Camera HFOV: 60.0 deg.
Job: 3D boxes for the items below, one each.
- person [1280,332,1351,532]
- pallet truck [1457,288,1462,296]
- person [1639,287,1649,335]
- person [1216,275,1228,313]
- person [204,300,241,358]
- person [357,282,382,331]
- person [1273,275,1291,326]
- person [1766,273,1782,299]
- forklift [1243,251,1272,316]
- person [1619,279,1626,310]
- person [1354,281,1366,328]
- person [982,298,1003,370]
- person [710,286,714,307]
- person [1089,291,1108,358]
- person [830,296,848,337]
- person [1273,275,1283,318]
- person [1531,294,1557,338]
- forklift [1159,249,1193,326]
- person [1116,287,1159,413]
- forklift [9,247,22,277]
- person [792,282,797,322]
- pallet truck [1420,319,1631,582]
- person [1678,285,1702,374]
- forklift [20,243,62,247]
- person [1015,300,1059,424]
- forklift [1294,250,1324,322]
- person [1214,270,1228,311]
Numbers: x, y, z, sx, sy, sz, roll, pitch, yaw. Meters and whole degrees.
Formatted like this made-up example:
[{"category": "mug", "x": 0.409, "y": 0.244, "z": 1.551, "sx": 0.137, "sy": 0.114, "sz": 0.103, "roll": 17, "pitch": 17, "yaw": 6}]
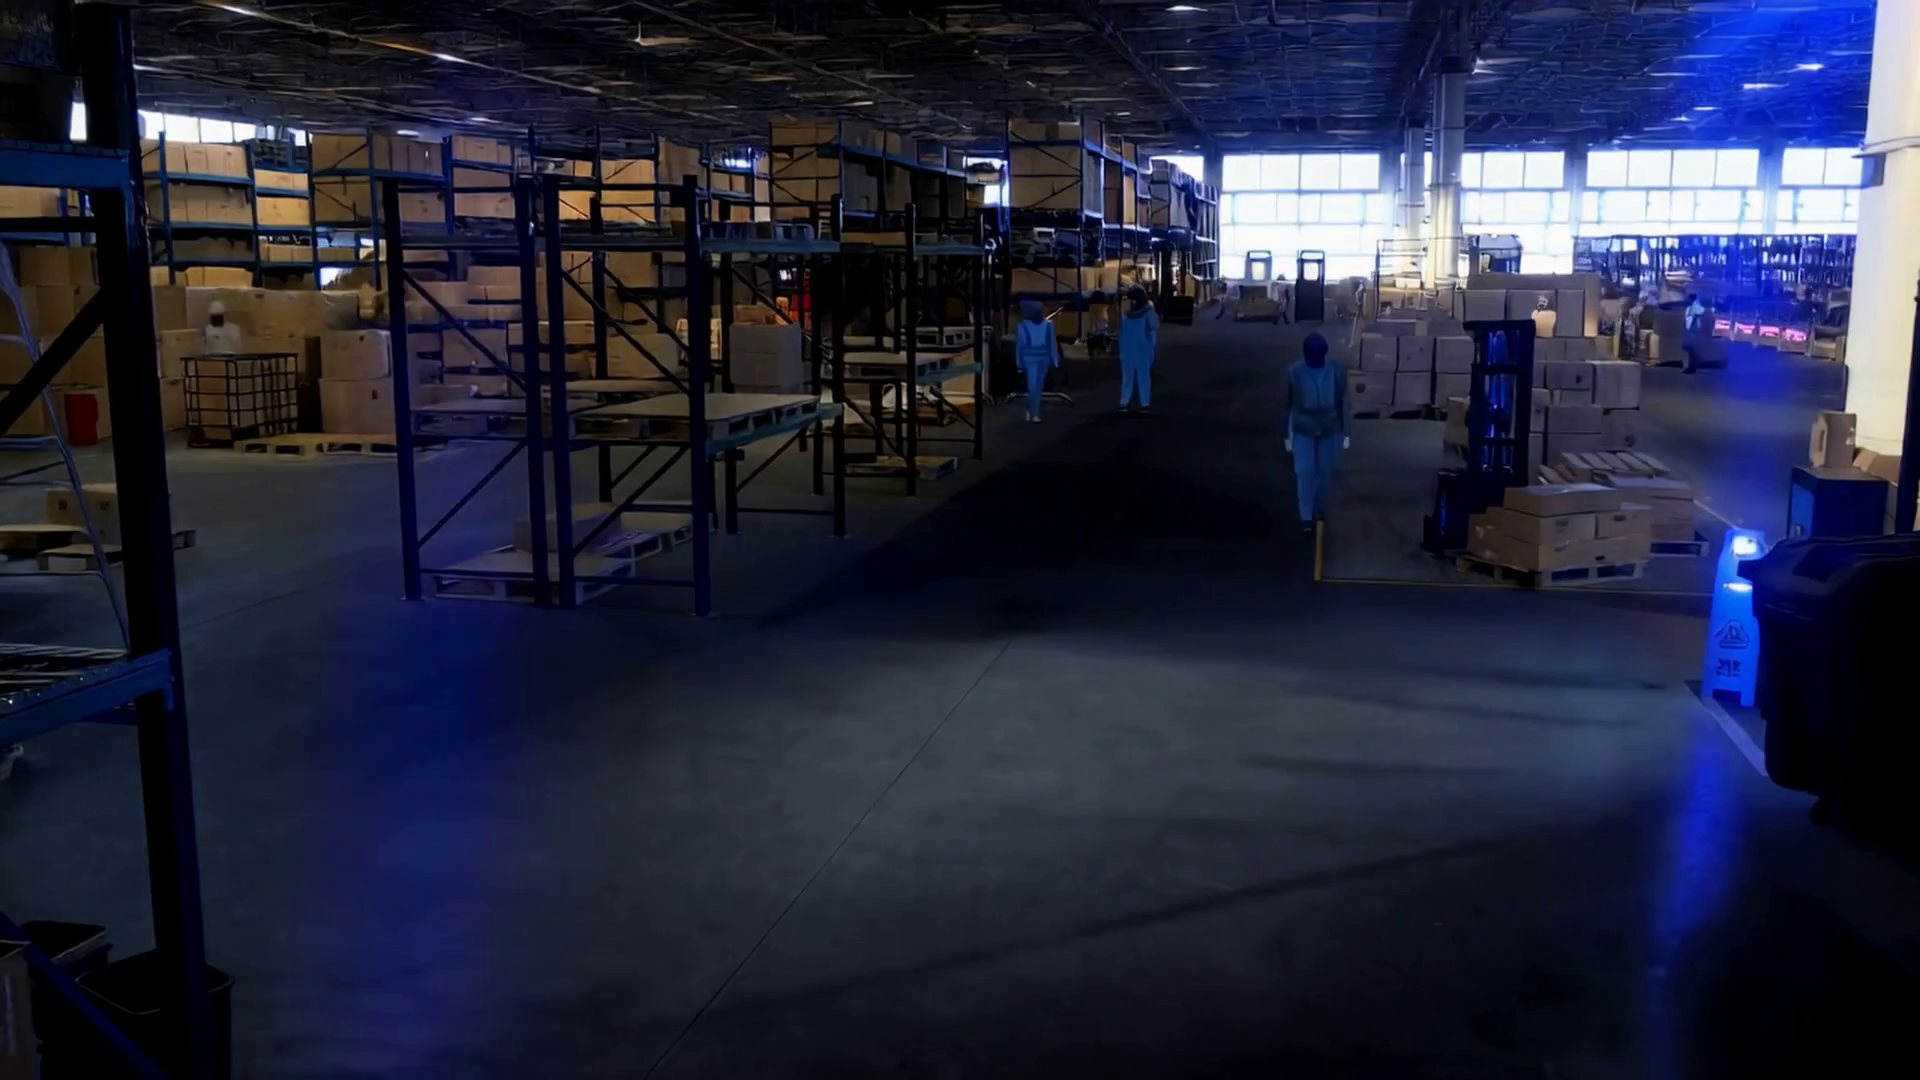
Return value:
[{"category": "person", "x": 3.264, "y": -1.011, "z": 15.342, "sx": 0.631, "sy": 1.822, "sz": 0.732, "roll": 0, "pitch": 10, "yaw": 2}, {"category": "pallet truck", "x": 20.506, "y": -9.785, "z": 68.819, "sx": 0.653, "sy": 1.274, "sz": 1.630, "roll": 2, "pitch": 10, "yaw": 12}, {"category": "person", "x": 20.635, "y": -6.821, "z": 50.270, "sx": 0.275, "sy": 1.636, "sz": 0.507, "roll": 6, "pitch": 11, "yaw": 31}, {"category": "person", "x": 12.191, "y": -11.454, "z": 77.349, "sx": 0.538, "sy": 1.749, "sz": 0.618, "roll": 2, "pitch": 10, "yaw": 14}, {"category": "person", "x": -10.316, "y": -2.401, "z": 23.308, "sx": 0.597, "sy": 1.910, "sz": 0.452, "roll": 2, "pitch": 10, "yaw": 12}, {"category": "person", "x": -14.745, "y": -5.488, "z": 41.585, "sx": 0.587, "sy": 1.911, "sz": 0.397, "roll": -5, "pitch": 11, "yaw": -25}, {"category": "person", "x": 11.951, "y": -8.874, "z": 61.626, "sx": 0.820, "sy": 1.918, "sz": 0.538, "roll": -4, "pitch": 11, "yaw": -24}, {"category": "person", "x": 34.710, "y": -10.414, "z": 70.770, "sx": 0.620, "sy": 1.891, "sz": 0.993, "roll": -4, "pitch": 10, "yaw": -23}, {"category": "forklift", "x": 12.526, "y": -10.725, "z": 69.718, "sx": 1.129, "sy": 2.768, "sz": 1.873, "roll": 2, "pitch": 10, "yaw": 12}, {"category": "person", "x": 26.076, "y": -9.458, "z": 65.667, "sx": 0.926, "sy": 1.704, "sz": 0.536, "roll": 0, "pitch": 10, "yaw": -1}, {"category": "person", "x": 14.357, "y": -8.441, "z": 59.684, "sx": 0.535, "sy": 1.697, "sz": 0.322, "roll": -7, "pitch": 12, "yaw": -36}, {"category": "person", "x": 0.674, "y": -4.598, "z": 37.150, "sx": 0.658, "sy": 1.616, "sz": 0.523, "roll": -9, "pitch": 13, "yaw": -42}, {"category": "person", "x": -6.537, "y": -5.688, "z": 42.971, "sx": 0.429, "sy": 1.842, "sz": 0.635, "roll": 1, "pitch": 10, "yaw": 4}, {"category": "person", "x": 3.491, "y": -5.417, "z": 41.840, "sx": 0.545, "sy": 1.683, "sz": 0.335, "roll": 6, "pitch": 11, "yaw": 32}, {"category": "person", "x": -3.004, "y": -5.514, "z": 41.605, "sx": 0.523, "sy": 1.948, "sz": 0.646, "roll": -4, "pitch": 10, "yaw": -24}, {"category": "person", "x": 13.442, "y": -10.276, "z": 70.200, "sx": 0.405, "sy": 1.823, "sz": 0.591, "roll": -7, "pitch": 12, "yaw": -35}, {"category": "person", "x": 11.056, "y": -3.761, "z": 31.577, "sx": 0.526, "sy": 1.840, "sz": 0.887, "roll": 9, "pitch": 13, "yaw": 44}, {"category": "forklift", "x": 7.646, "y": -9.320, "z": 61.395, "sx": 1.873, "sy": 2.768, "sz": 1.129, "roll": 2, "pitch": 10, "yaw": 11}, {"category": "person", "x": 2.834, "y": -3.077, "z": 26.909, "sx": 0.684, "sy": 2.000, "sz": 0.535, "roll": 5, "pitch": 11, "yaw": 29}, {"category": "forklift", "x": -26.920, "y": -7.090, "z": 48.189, "sx": 1.129, "sy": 2.768, "sz": 1.873, "roll": 2, "pitch": 10, "yaw": 12}, {"category": "person", "x": -6.610, "y": -9.441, "z": 65.913, "sx": 0.852, "sy": 1.581, "sz": 0.522, "roll": 4, "pitch": 10, "yaw": 22}, {"category": "pallet truck", "x": 4.543, "y": -0.757, "z": 13.299, "sx": 0.823, "sy": 1.965, "sz": 1.885, "roll": -4, "pitch": 10, "yaw": -22}, {"category": "person", "x": 15.782, "y": -4.542, "z": 35.930, "sx": 0.404, "sy": 1.922, "sz": 0.578, "roll": 1, "pitch": 10, "yaw": 6}, {"category": "forklift", "x": -20.680, "y": -5.312, "z": 37.663, "sx": 1.873, "sy": 2.768, "sz": 1.129, "roll": 2, "pitch": 10, "yaw": 12}, {"category": "person", "x": 1.154, "y": -2.668, "z": 24.995, "sx": 0.603, "sy": 1.863, "sz": 0.501, "roll": -4, "pitch": 10, "yaw": -22}, {"category": "forklift", "x": 13.778, "y": -10.002, "z": 65.433, "sx": 1.129, "sy": 2.768, "sz": 1.873, "roll": 2, "pitch": 10, "yaw": 12}, {"category": "person", "x": 12.585, "y": -12.030, "z": 80.253, "sx": 0.634, "sy": 1.941, "sz": 1.050, "roll": 2, "pitch": 10, "yaw": 13}]
